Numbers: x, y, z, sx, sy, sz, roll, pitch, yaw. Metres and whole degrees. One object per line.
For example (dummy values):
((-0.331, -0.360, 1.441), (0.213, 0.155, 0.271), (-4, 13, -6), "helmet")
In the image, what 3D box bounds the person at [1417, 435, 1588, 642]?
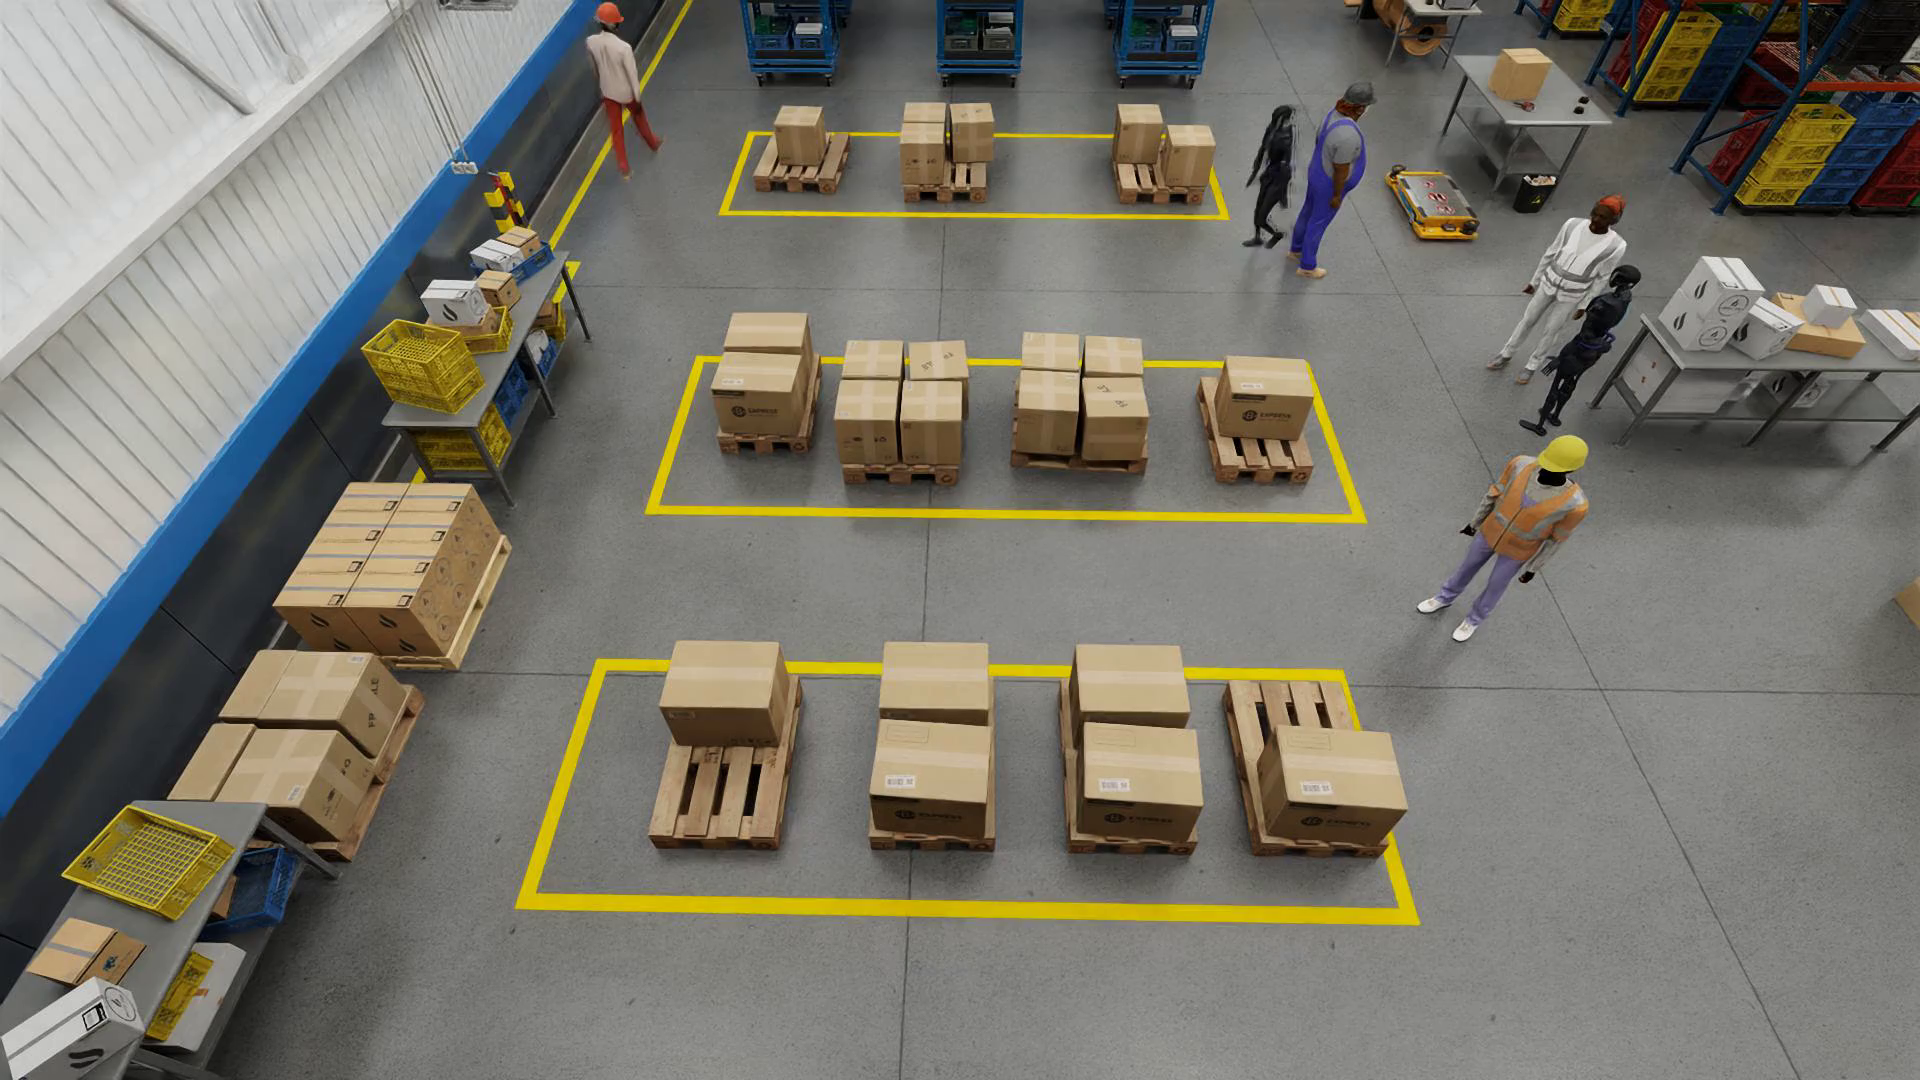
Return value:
((3.845, 0.001, 6.436), (0.365, 1.928, 0.584), (-25, 54, -20), "person")

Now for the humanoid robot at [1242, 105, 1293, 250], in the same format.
((3.398, -3.929, 10.007), (0.472, 1.629, 0.585), (-10, 50, -8), "humanoid robot")

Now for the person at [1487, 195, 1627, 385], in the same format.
((5.535, -2.291, 8.449), (0.354, 1.883, 0.572), (-31, 56, -24), "person")

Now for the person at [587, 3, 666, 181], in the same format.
((-4.125, -5.509, 11.194), (0.664, 1.939, 1.023), (7, 49, 6), "person")

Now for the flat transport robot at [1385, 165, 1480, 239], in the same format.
((5.692, -4.094, 11.059), (0.652, 0.197, 1.431), (1, 49, 1), "flat transport robot")

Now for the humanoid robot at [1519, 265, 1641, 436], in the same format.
((5.437, -1.649, 8.020), (0.608, 1.657, 0.321), (-25, 53, -20), "humanoid robot")

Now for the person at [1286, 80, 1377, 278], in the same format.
((3.929, -3.790, 9.643), (0.537, 2.000, 0.676), (-1, 49, -1), "person")
